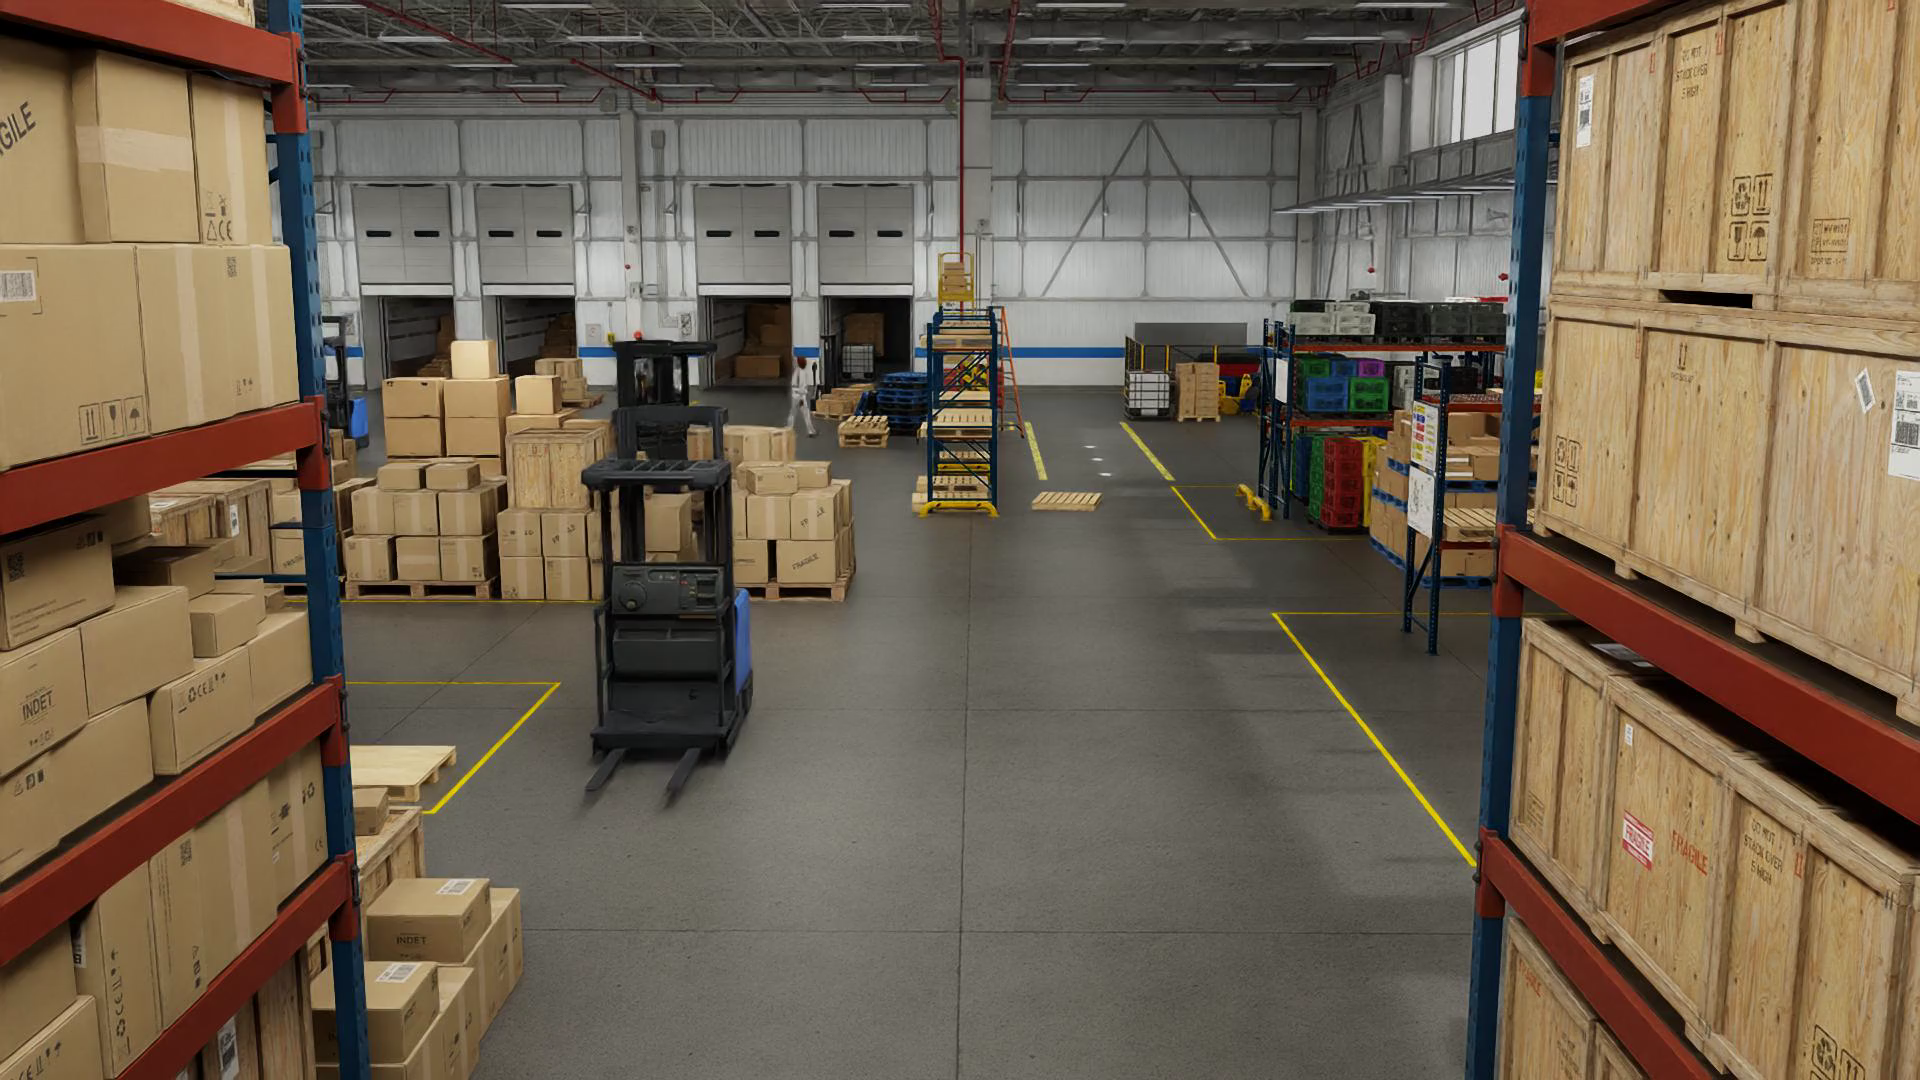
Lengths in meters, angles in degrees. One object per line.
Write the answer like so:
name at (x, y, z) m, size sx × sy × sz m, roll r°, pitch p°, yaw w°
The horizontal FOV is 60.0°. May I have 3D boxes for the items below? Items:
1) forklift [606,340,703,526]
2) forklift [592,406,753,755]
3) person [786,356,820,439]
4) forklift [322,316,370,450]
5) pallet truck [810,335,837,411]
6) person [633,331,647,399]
forklift at (-4.685, -1.580, 24.820) m, size 1.873 × 2.768 × 1.129 m, roll 8°, pitch 12°, yaw 37°
forklift at (-2.441, 0.246, 14.284) m, size 1.129 × 2.768 × 1.873 m, roll 0°, pitch 10°, yaw 1°
person at (-3.518, -3.154, 36.910) m, size 0.912 × 1.829 × 0.598 m, roll -6°, pitch 11°, yaw -30°
forklift at (-12.995, -3.188, 34.094) m, size 1.129 × 2.768 × 1.873 m, roll 0°, pitch 10°, yaw -1°
pallet truck at (-3.021, -4.312, 43.126) m, size 1.885 × 1.965 × 0.823 m, roll 3°, pitch 10°, yaw 17°
person at (-9.054, -4.945, 46.984) m, size 0.544 × 1.929 × 0.388 m, roll 8°, pitch 13°, yaw 39°
